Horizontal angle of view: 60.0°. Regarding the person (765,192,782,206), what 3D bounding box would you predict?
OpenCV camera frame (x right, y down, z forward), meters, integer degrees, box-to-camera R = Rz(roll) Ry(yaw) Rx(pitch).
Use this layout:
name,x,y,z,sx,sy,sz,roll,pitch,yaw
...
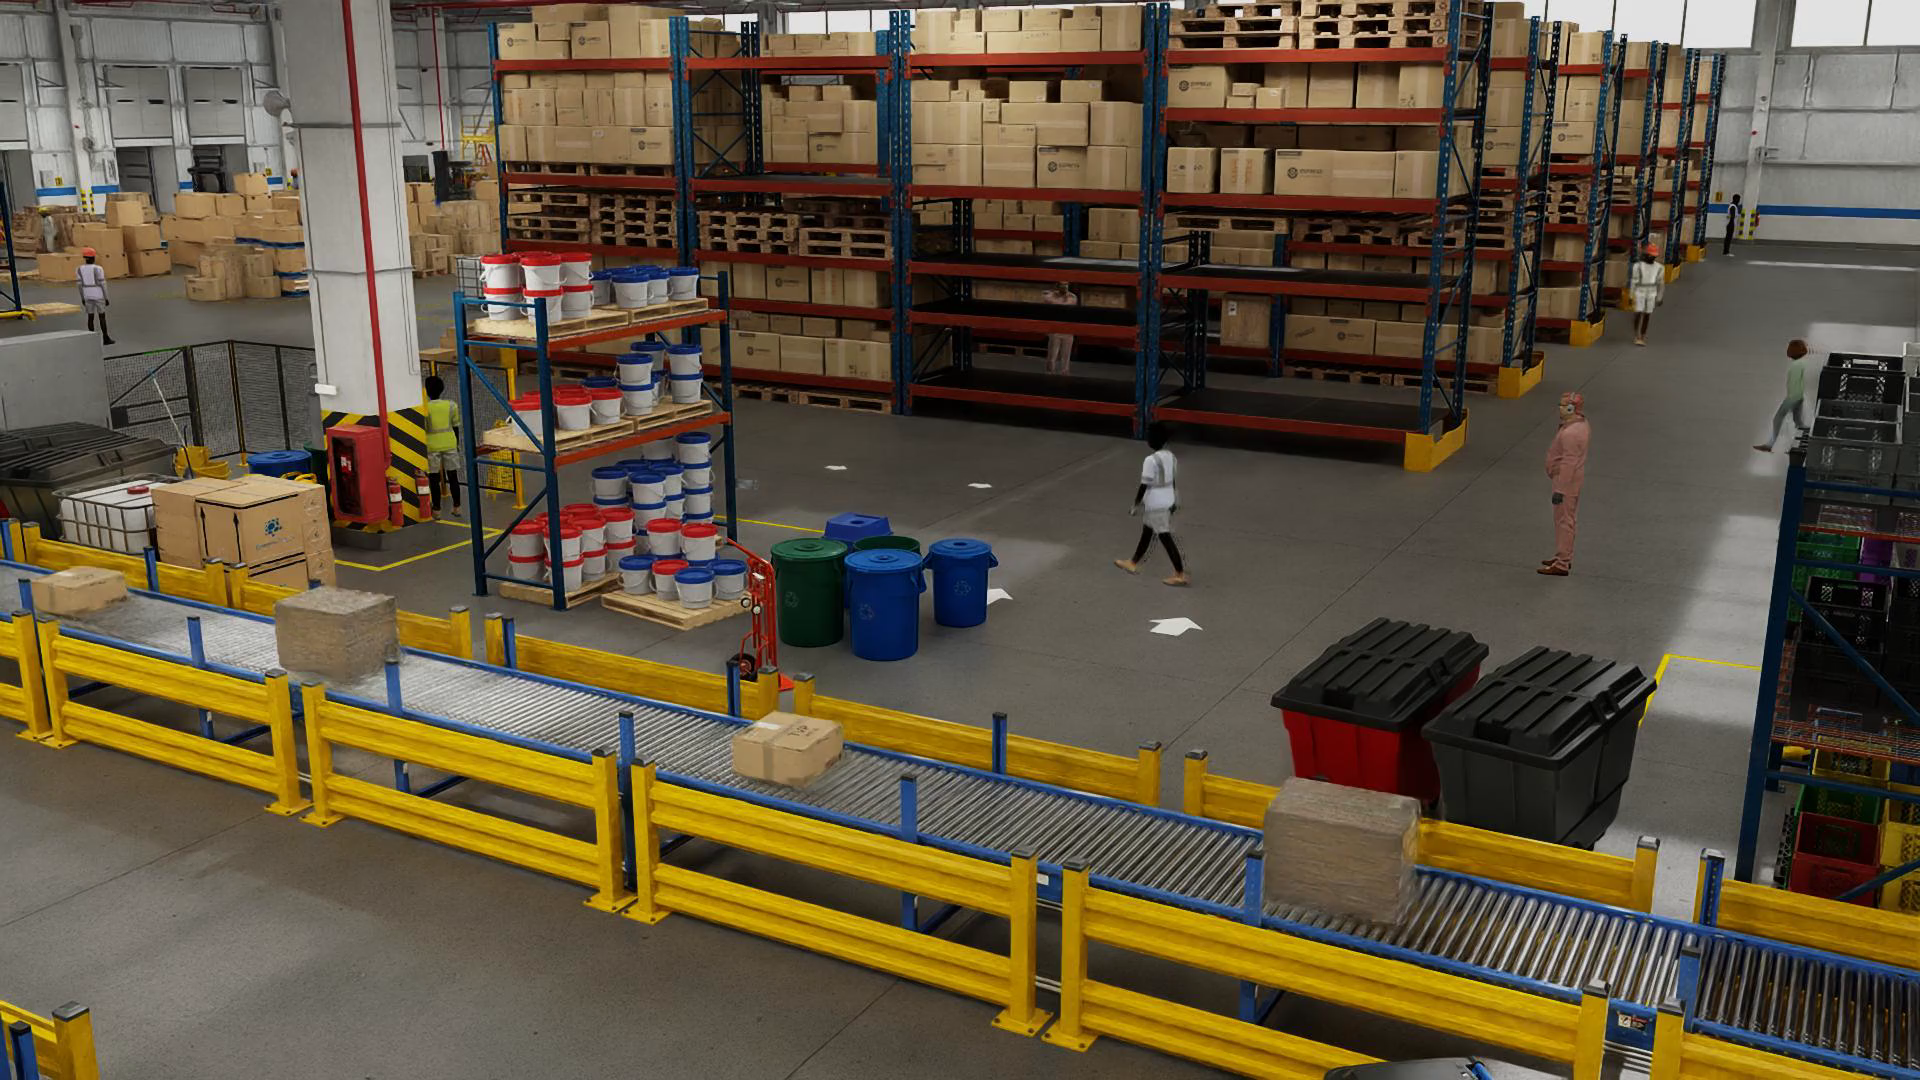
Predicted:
name,x,y,z,sx,sy,sz,roll,pitch,yaw
person,-6.007,-10.202,53.323,0.623,1.903,0.582,3,15,10

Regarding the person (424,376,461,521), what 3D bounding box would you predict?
name,x,y,z,sx,sy,sz,roll,pitch,yaw
person,-6.077,-1.076,19.407,0.540,1.699,0.316,-12,19,-39

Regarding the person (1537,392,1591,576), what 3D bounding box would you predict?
name,x,y,z,sx,sy,sz,roll,pitch,yaw
person,6.231,-0.585,17.164,0.407,1.908,0.641,8,17,27

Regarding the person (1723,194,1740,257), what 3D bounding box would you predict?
name,x,y,z,sx,sy,sz,roll,pitch,yaw
person,23.995,-9.788,51.750,0.392,1.914,0.587,5,16,19

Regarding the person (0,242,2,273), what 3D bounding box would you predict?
name,x,y,z,sx,sy,sz,roll,pitch,yaw
person,-27.321,-8.459,46.880,0.507,1.847,0.343,-5,16,-19

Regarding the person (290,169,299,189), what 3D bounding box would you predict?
name,x,y,z,sx,sy,sz,roll,pitch,yaw
person,-28.045,-14.737,70.412,0.978,1.897,0.552,-12,19,-37

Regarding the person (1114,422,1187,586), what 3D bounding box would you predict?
name,x,y,z,sx,sy,sz,roll,pitch,yaw
person,1.965,-0.372,16.853,0.886,1.644,0.538,8,17,27

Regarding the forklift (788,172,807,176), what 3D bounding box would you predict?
name,x,y,z,sx,sy,sz,roll,pitch,yaw
forklift,-6.019,-12.997,61.960,1.873,2.768,1.129,8,17,28

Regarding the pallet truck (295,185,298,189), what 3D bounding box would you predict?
name,x,y,z,sx,sy,sz,roll,pitch,yaw
pallet truck,-26.804,-14.617,69.738,1.885,1.965,0.823,-14,20,-42

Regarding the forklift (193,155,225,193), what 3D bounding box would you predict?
name,x,y,z,sx,sy,sz,roll,pitch,yaw
forklift,-26.647,-12.289,59.298,1.129,2.768,1.873,-3,15,-12

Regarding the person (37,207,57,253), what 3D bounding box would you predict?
name,x,y,z,sx,sy,sz,roll,pitch,yaw
person,-26.822,-8.934,48.914,0.518,1.707,0.375,10,18,33

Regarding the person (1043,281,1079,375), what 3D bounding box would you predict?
name,x,y,z,sx,sy,sz,roll,pitch,yaw
person,1.722,-3.516,28.181,0.639,1.910,0.407,-6,16,-22

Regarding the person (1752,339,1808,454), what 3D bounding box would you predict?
name,x,y,z,sx,sy,sz,roll,pitch,yaw
person,11.375,-1.964,22.920,0.750,1.602,0.537,11,19,36

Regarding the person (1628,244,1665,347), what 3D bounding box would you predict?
name,x,y,z,sx,sy,sz,roll,pitch,yaw
person,13.560,-4.812,32.821,0.631,2.022,0.621,2,15,8

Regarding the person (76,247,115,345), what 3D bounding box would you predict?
name,x,y,z,sx,sy,sz,roll,pitch,yaw
person,-17.249,-4.852,33.143,0.543,1.939,0.360,0,15,-1

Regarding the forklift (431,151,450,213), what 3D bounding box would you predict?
name,x,y,z,sx,sy,sz,roll,pitch,yaw
forklift,-20.054,-13.651,64.417,1.873,2.768,1.129,0,15,0
